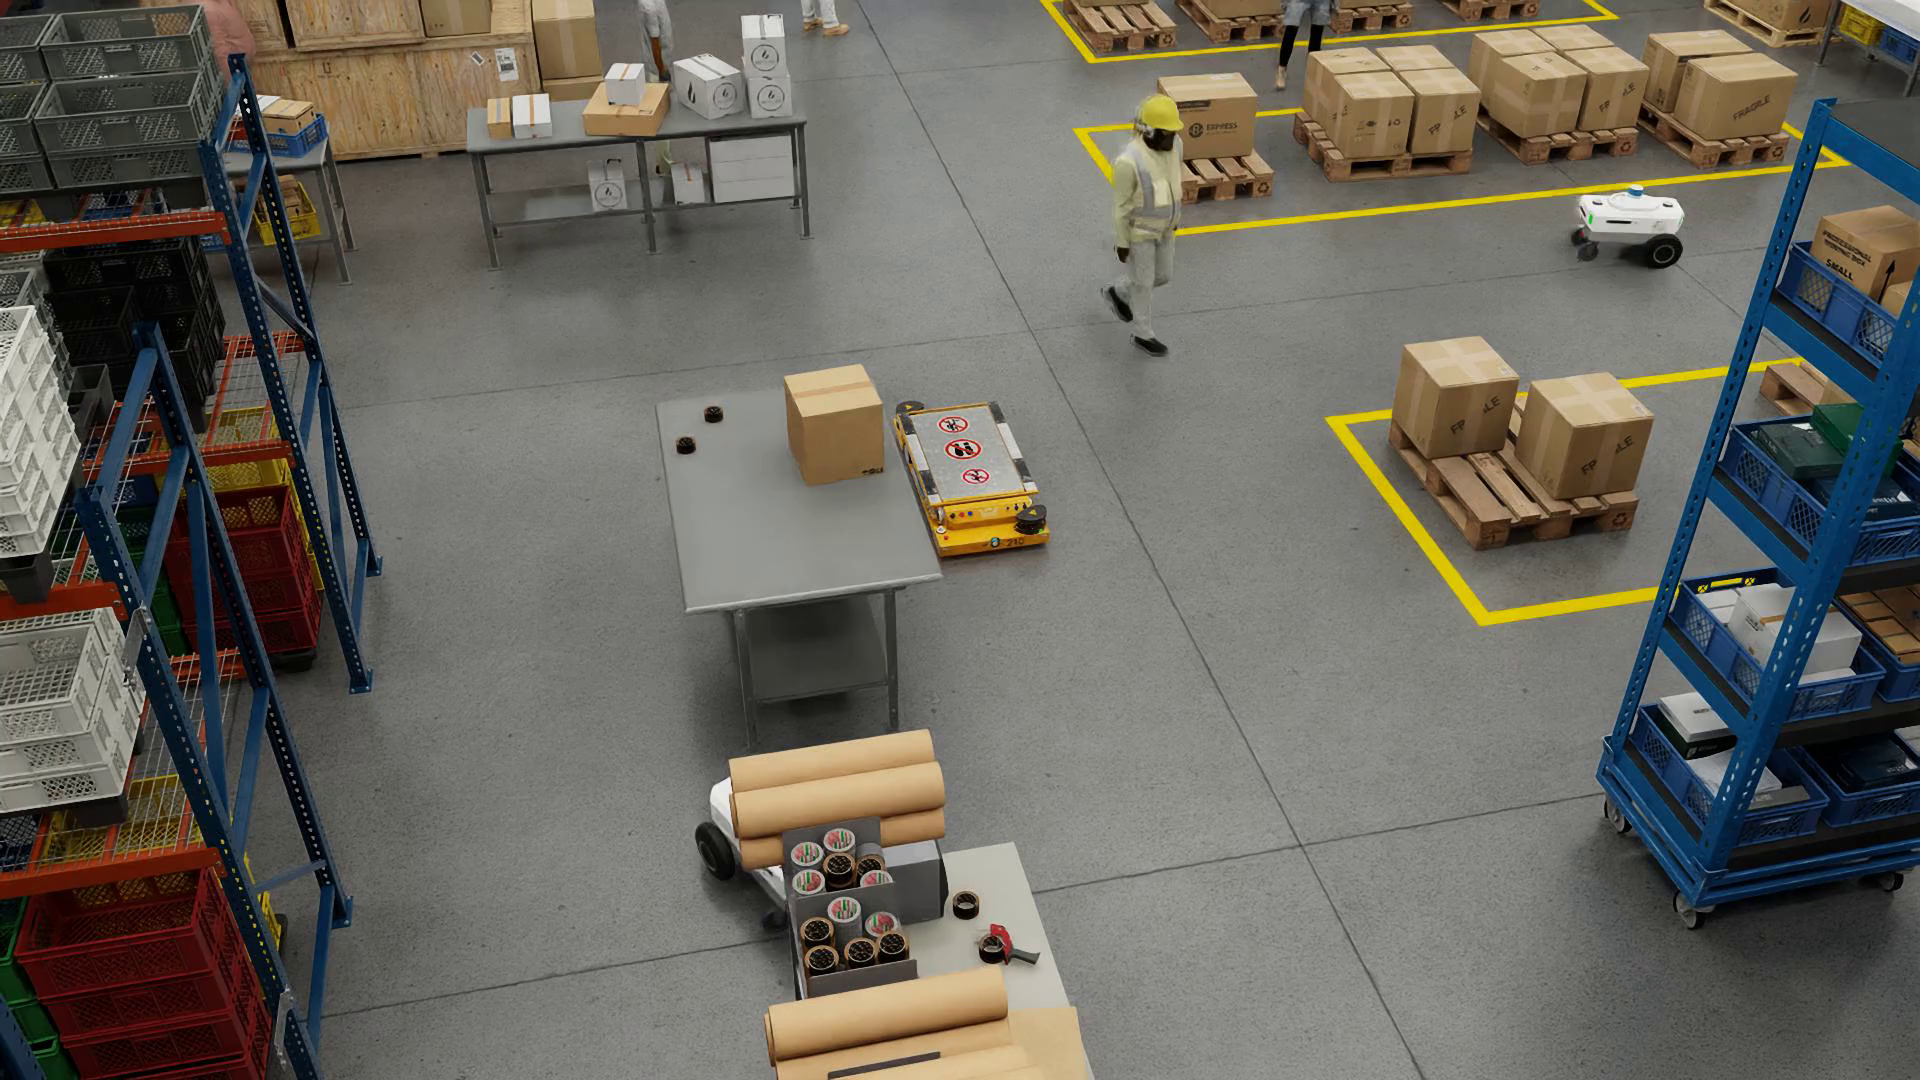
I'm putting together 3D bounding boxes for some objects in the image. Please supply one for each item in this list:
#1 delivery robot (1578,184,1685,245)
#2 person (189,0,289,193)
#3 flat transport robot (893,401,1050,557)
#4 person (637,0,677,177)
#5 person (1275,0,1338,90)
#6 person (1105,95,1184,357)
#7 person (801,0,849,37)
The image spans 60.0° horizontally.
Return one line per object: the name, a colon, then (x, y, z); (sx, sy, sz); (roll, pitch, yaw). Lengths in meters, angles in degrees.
delivery robot: (5.023, -2.428, 12.482); (0.707, 0.478, 0.477); (3, 37, 4)
person: (-5.726, -3.692, 13.137); (0.405, 1.907, 0.646); (-8, 37, -11)
flat transport robot: (0.046, -0.430, 10.108); (0.652, 0.197, 1.431); (-8, 37, -10)
person: (-2.363, -3.742, 13.229); (0.327, 1.874, 0.518); (-7, 37, -10)
person: (3.142, -4.895, 14.923); (0.540, 1.694, 0.317); (-2, 37, -2)
person: (1.227, -2.119, 11.092); (0.599, 1.814, 0.541); (-30, 46, -34)
person: (-1.370, -5.809, 16.031); (0.627, 1.844, 0.429); (29, 45, 33)
